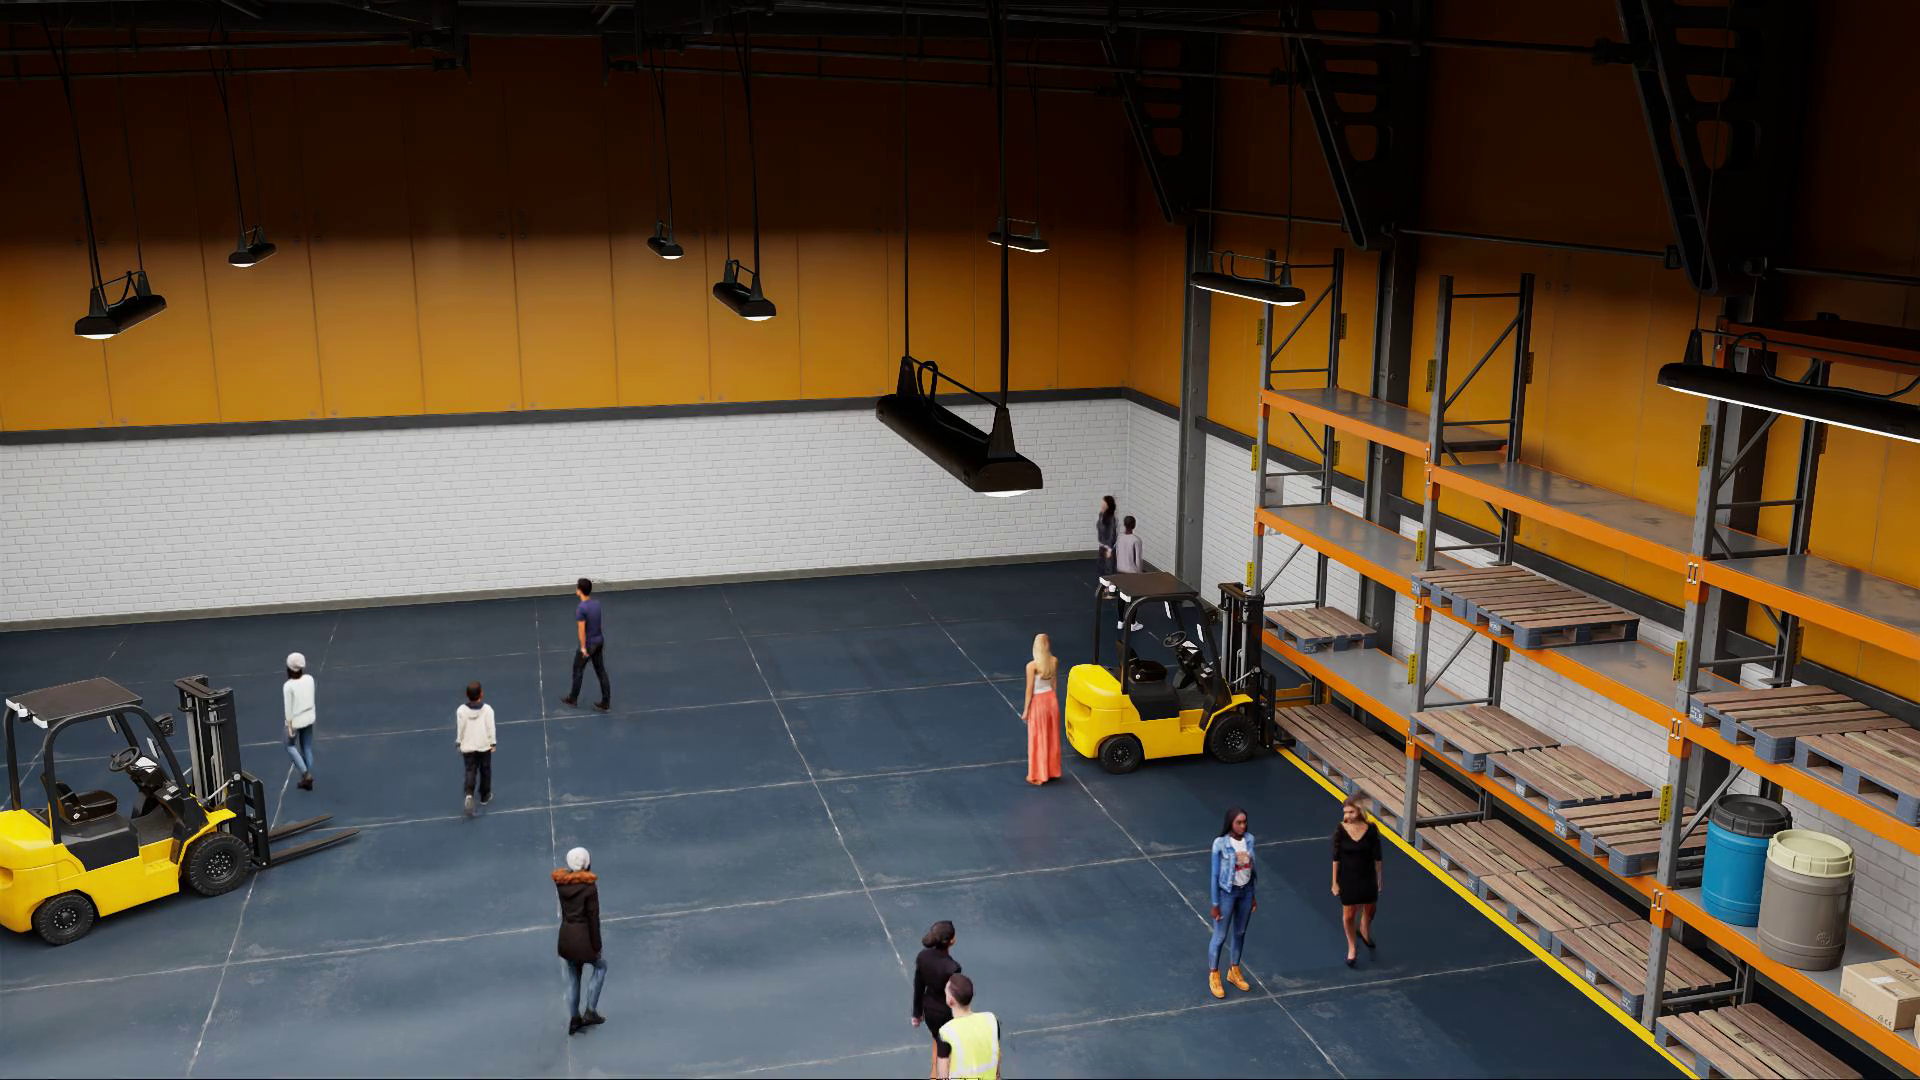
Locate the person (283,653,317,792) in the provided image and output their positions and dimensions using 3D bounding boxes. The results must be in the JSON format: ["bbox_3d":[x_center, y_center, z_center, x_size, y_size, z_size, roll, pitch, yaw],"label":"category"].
[{"bbox_3d":[-7.483,2.091,19.002,0.786,1.633,0.727,9,16,33],"label":"person"}]

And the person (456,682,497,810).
[{"bbox_3d":[-5.403,2.308,18.514,0.692,1.441,0.850,-1,14,-2],"label":"person"}]

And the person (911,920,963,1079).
[{"bbox_3d":[-0.194,3.661,12.532,0.743,1.627,0.807,11,18,39],"label":"person"}]

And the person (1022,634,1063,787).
[{"bbox_3d":[0.960,1.948,19.232,0.704,1.802,0.700,-10,17,-35],"label":"person"}]

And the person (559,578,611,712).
[{"bbox_3d":[-4.737,1.385,21.645,1.083,1.762,1.014,9,16,32],"label":"person"}]

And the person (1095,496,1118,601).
[{"bbox_3d":[2.428,0.121,26.943,0.771,1.725,0.614,-3,14,-13],"label":"person"}]

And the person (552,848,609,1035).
[{"bbox_3d":[-3.200,3.352,13.817,0.730,1.624,0.776,6,15,23],"label":"person"}]

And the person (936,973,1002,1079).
[{"bbox_3d":[0.073,3.864,11.291,0.882,1.817,1.011,-8,16,-30],"label":"person"}]

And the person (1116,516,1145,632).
[{"bbox_3d":[2.560,0.492,25.312,0.655,1.771,0.757,12,18,40],"label":"person"}]

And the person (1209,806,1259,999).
[{"bbox_3d":[2.383,3.131,14.541,0.652,1.712,0.583,-7,15,-25],"label":"person"}]

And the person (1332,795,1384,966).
[{"bbox_3d":[3.596,3.055,14.989,0.769,1.649,0.851,-1,14,-5],"label":"person"}]
